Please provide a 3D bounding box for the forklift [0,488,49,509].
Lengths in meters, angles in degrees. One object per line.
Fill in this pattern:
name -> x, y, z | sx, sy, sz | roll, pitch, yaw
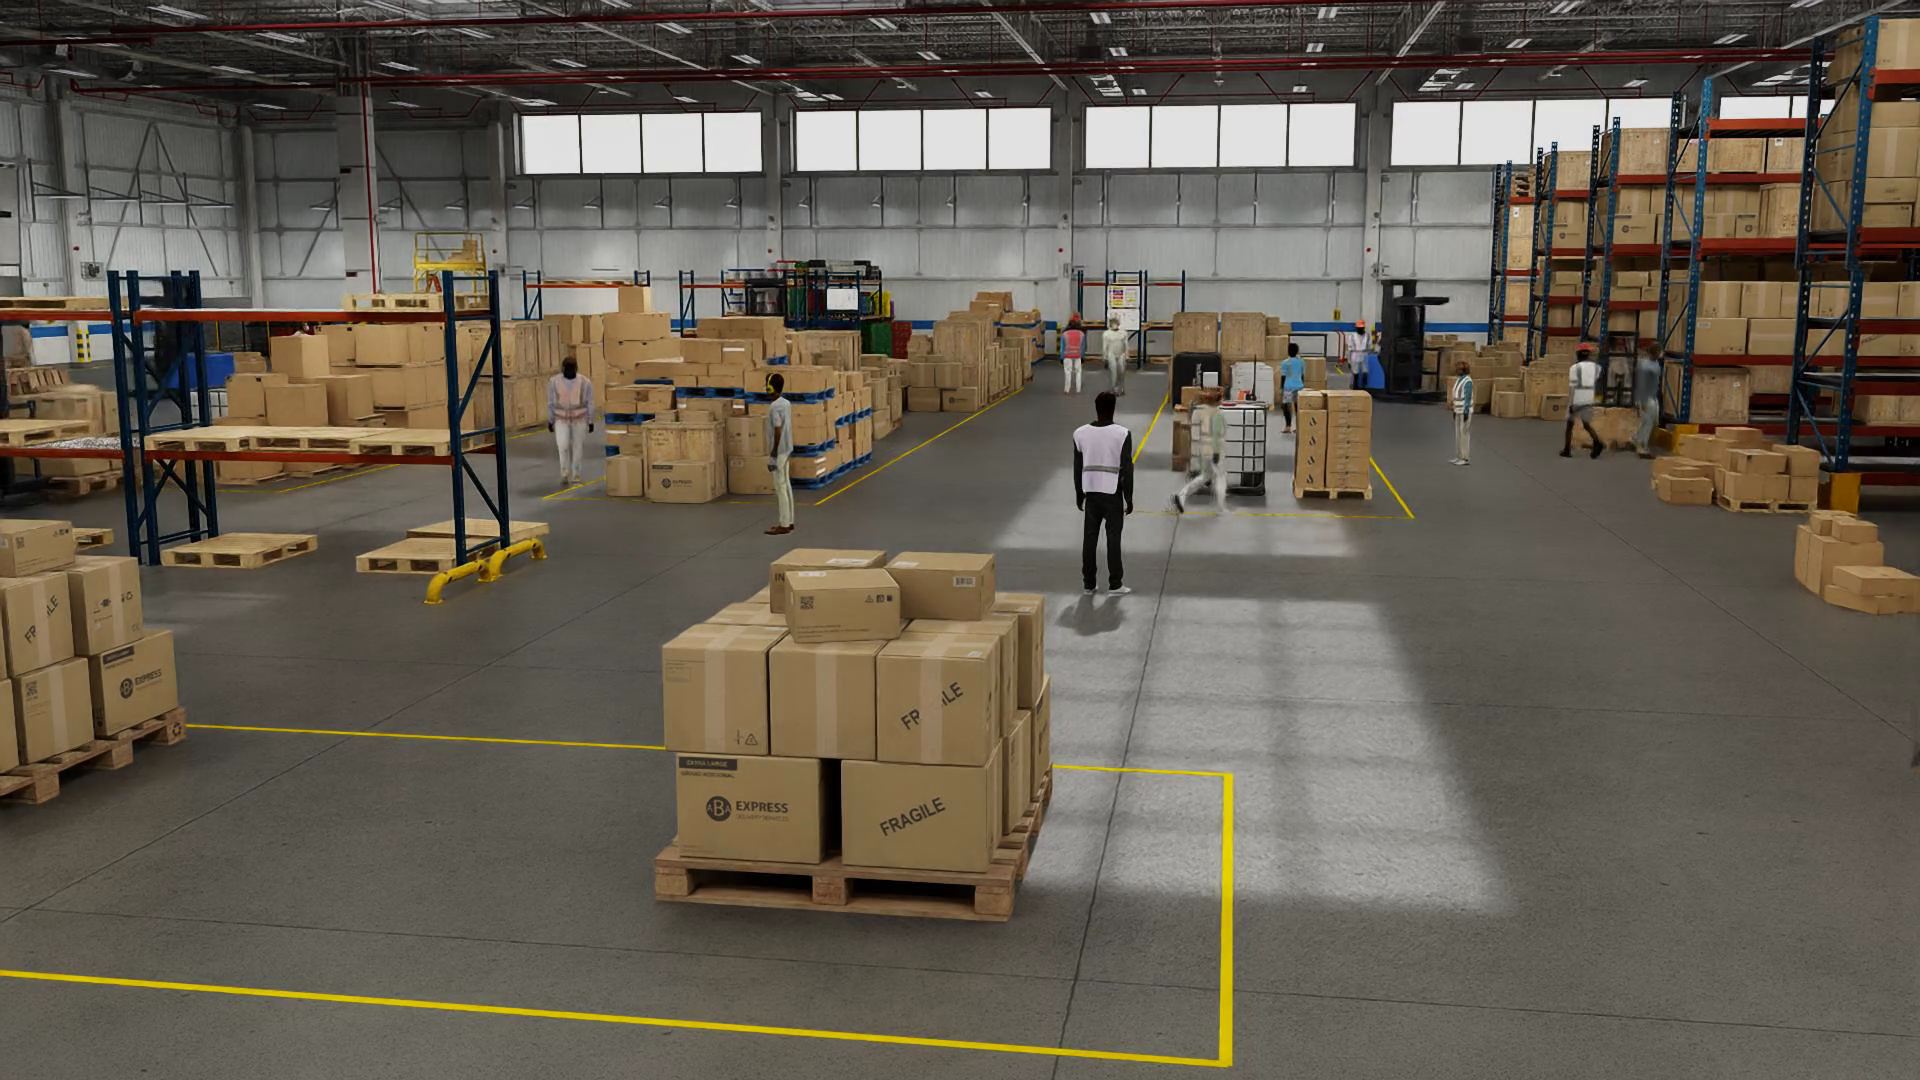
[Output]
forklift -> -12.504, -1.720, 20.523 | 1.129, 2.768, 1.873 | 1, 9, 9

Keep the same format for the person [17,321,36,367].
person -> -24.151, -4.864, 42.905 | 0.591, 1.905, 0.792 | 8, 12, 40

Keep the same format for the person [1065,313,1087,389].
person -> 2.954, -4.867, 42.793 | 0.635, 1.959, 0.986 | -1, 9, -8

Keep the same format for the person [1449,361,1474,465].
person -> 7.856, -1.985, 26.003 | 0.319, 1.631, 0.524 | -1, 9, -4

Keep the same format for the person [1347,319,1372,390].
person -> 9.256, -4.150, 38.464 | 0.582, 1.912, 0.704 | 1, 9, 6

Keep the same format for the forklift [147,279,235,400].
forklift -> -18.069, -4.680, 38.781 | 1.873, 2.768, 1.129 | 1, 9, 9

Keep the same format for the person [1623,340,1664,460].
person -> 11.035, -2.251, 26.764 | 0.479, 1.919, 0.646 | 8, 12, 39

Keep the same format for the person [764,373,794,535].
person -> -2.091, -0.984, 19.111 | 0.334, 1.865, 0.517 | 2, 9, 11

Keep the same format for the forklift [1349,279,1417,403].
forklift -> 10.104, -4.640, 38.534 | 1.129, 2.768, 1.873 | -7, 12, -38

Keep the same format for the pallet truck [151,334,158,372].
pallet truck -> -21.869, -5.598, 47.154 | 0.823, 1.965, 1.885 | 4, 10, 26

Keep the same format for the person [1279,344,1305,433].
person -> 6.211, -2.822, 31.050 | 0.538, 1.670, 0.403 | -4, 10, -24

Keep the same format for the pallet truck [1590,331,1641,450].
pallet truck -> 11.253, -2.573, 28.499 | 0.823, 1.965, 1.885 | 5, 10, 27

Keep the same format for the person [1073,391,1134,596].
person -> 1.337, -0.426, 15.515 | 0.590, 1.915, 0.392 | 5, 10, 26

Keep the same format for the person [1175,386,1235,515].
person -> 3.043, -1.091, 20.555 | 0.681, 1.621, 0.519 | -2, 10, -15

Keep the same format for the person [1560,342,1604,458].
person -> 10.093, -2.240, 26.820 | 0.553, 1.886, 0.771 | -2, 9, -11

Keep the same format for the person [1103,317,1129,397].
person -> 3.754, -4.361, 39.793 | 0.642, 1.911, 0.699 | -1, 9, -6

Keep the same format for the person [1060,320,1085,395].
person -> 2.728, -4.442, 40.505 | 0.625, 1.844, 0.429 | -2, 9, -13

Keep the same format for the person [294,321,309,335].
person -> -14.761, -3.988, 37.407 | 0.357, 1.937, 0.638 | 0, 9, 0

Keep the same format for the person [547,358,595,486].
person -> -5.482, -1.658, 23.460 | 0.658, 1.795, 0.932 | -2, 9, -13

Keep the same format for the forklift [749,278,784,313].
forklift -> -5.044, -5.448, 43.514 | 1.129, 2.768, 1.873 | -1, 9, -6

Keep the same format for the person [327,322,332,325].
person -> -18.538, -5.738, 49.029 | 0.545, 1.659, 0.795 | -2, 9, -11
